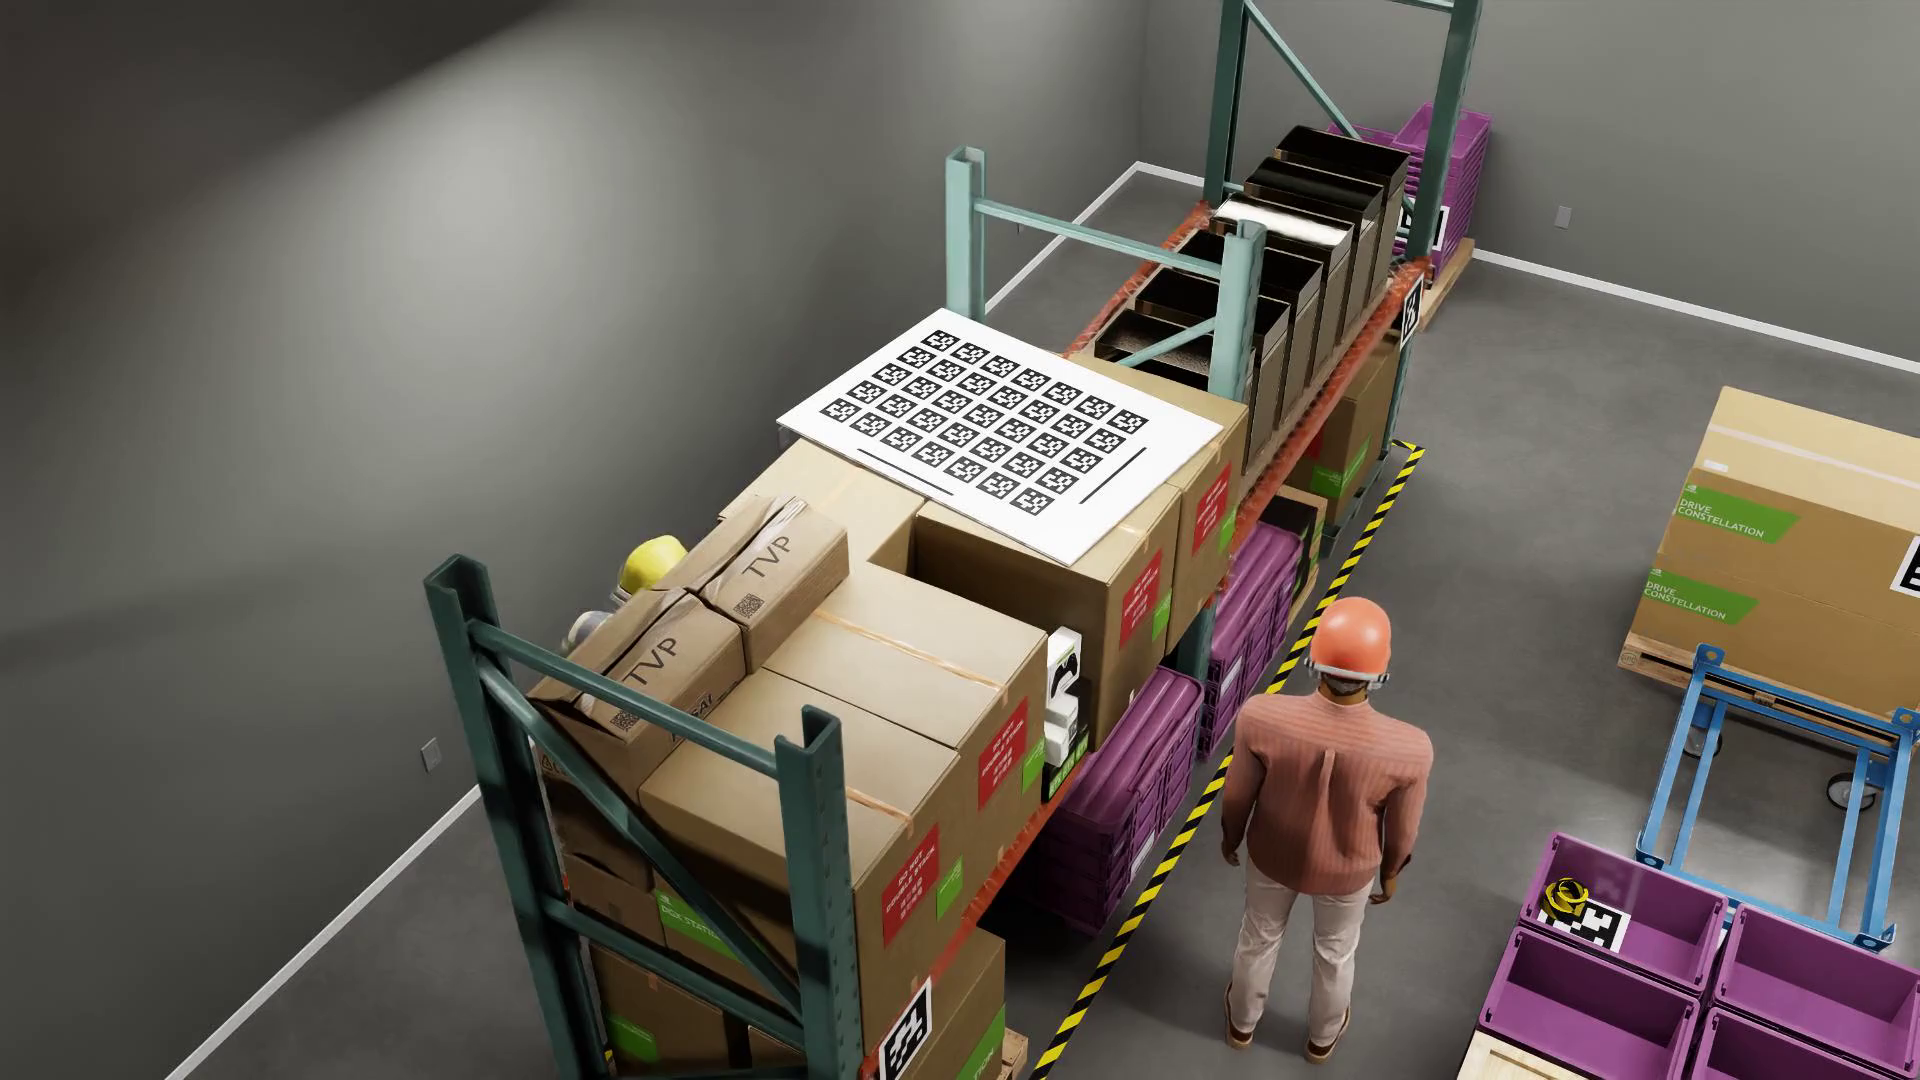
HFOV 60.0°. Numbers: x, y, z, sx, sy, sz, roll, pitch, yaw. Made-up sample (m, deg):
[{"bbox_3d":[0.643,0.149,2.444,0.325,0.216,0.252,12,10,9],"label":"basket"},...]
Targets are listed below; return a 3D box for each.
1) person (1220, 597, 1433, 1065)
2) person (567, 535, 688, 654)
[{"bbox_3d":[1.142,0.980,5.388,0.612,1.992,0.402,11,41,13],"label":"person"},{"bbox_3d":[-1.021,0.737,5.816,0.608,1.810,0.443,15,42,17],"label":"person"}]
